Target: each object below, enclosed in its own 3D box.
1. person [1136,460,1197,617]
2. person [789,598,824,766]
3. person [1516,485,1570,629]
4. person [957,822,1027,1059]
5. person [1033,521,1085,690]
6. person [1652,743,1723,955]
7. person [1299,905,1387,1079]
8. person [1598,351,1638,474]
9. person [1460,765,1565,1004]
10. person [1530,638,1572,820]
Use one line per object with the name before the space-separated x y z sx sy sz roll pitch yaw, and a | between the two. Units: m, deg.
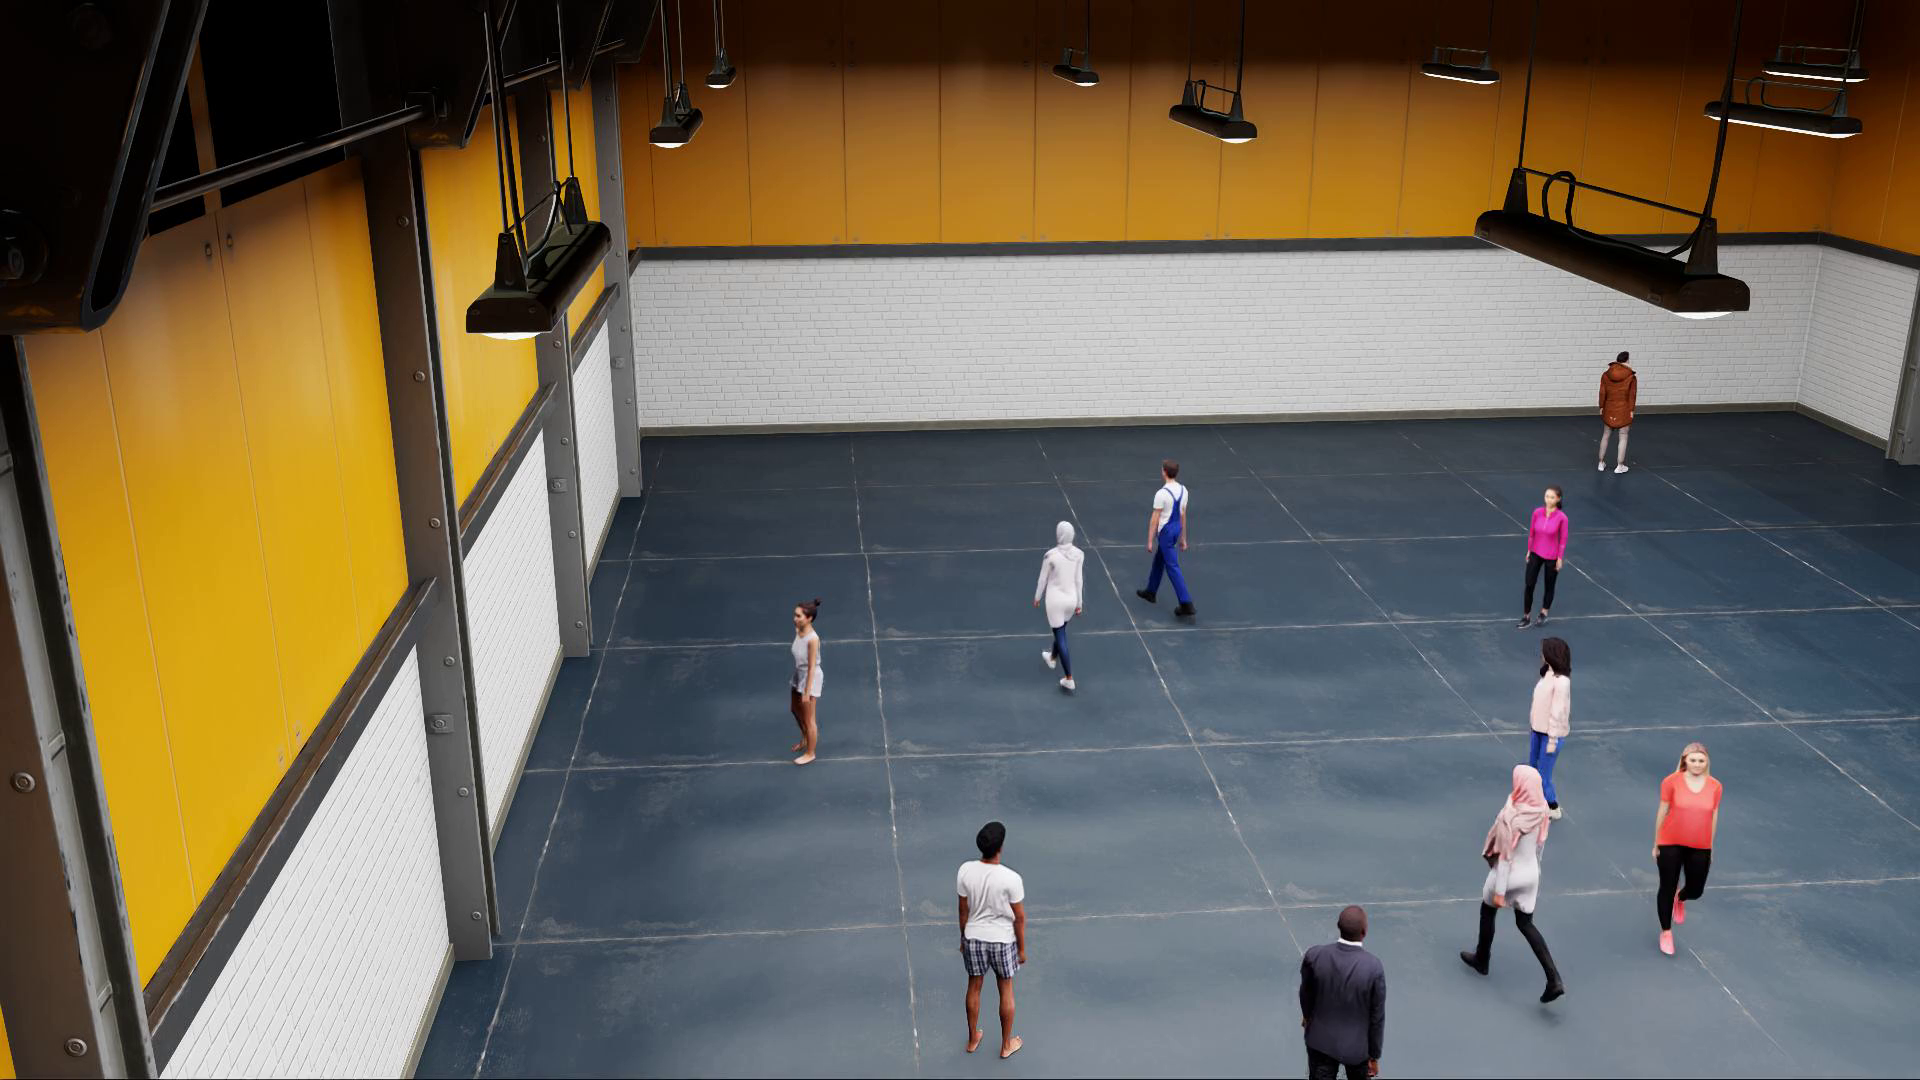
person | 2.463 0.017 19.235 1.092 1.802 1.340 -13 23 -34
person | -1.396 1.309 15.697 0.758 1.611 0.642 -9 21 -25
person | 6.714 0.168 18.975 0.882 1.682 0.958 13 23 34
person | 0.207 2.719 11.318 0.702 1.735 0.682 7 20 19
person | 1.073 0.710 17.289 0.866 1.731 1.212 -8 20 -21
person | 5.480 2.301 12.644 0.741 1.679 0.885 5 19 13
person | 2.282 3.100 10.099 1.093 1.790 1.243 10 21 27
person | 9.864 -1.926 24.946 0.856 1.839 0.916 15 24 37
person | 4.055 2.488 11.940 0.957 1.775 1.242 -10 21 -26
person | 5.068 1.705 14.320 0.787 1.741 0.643 -4 19 -11
